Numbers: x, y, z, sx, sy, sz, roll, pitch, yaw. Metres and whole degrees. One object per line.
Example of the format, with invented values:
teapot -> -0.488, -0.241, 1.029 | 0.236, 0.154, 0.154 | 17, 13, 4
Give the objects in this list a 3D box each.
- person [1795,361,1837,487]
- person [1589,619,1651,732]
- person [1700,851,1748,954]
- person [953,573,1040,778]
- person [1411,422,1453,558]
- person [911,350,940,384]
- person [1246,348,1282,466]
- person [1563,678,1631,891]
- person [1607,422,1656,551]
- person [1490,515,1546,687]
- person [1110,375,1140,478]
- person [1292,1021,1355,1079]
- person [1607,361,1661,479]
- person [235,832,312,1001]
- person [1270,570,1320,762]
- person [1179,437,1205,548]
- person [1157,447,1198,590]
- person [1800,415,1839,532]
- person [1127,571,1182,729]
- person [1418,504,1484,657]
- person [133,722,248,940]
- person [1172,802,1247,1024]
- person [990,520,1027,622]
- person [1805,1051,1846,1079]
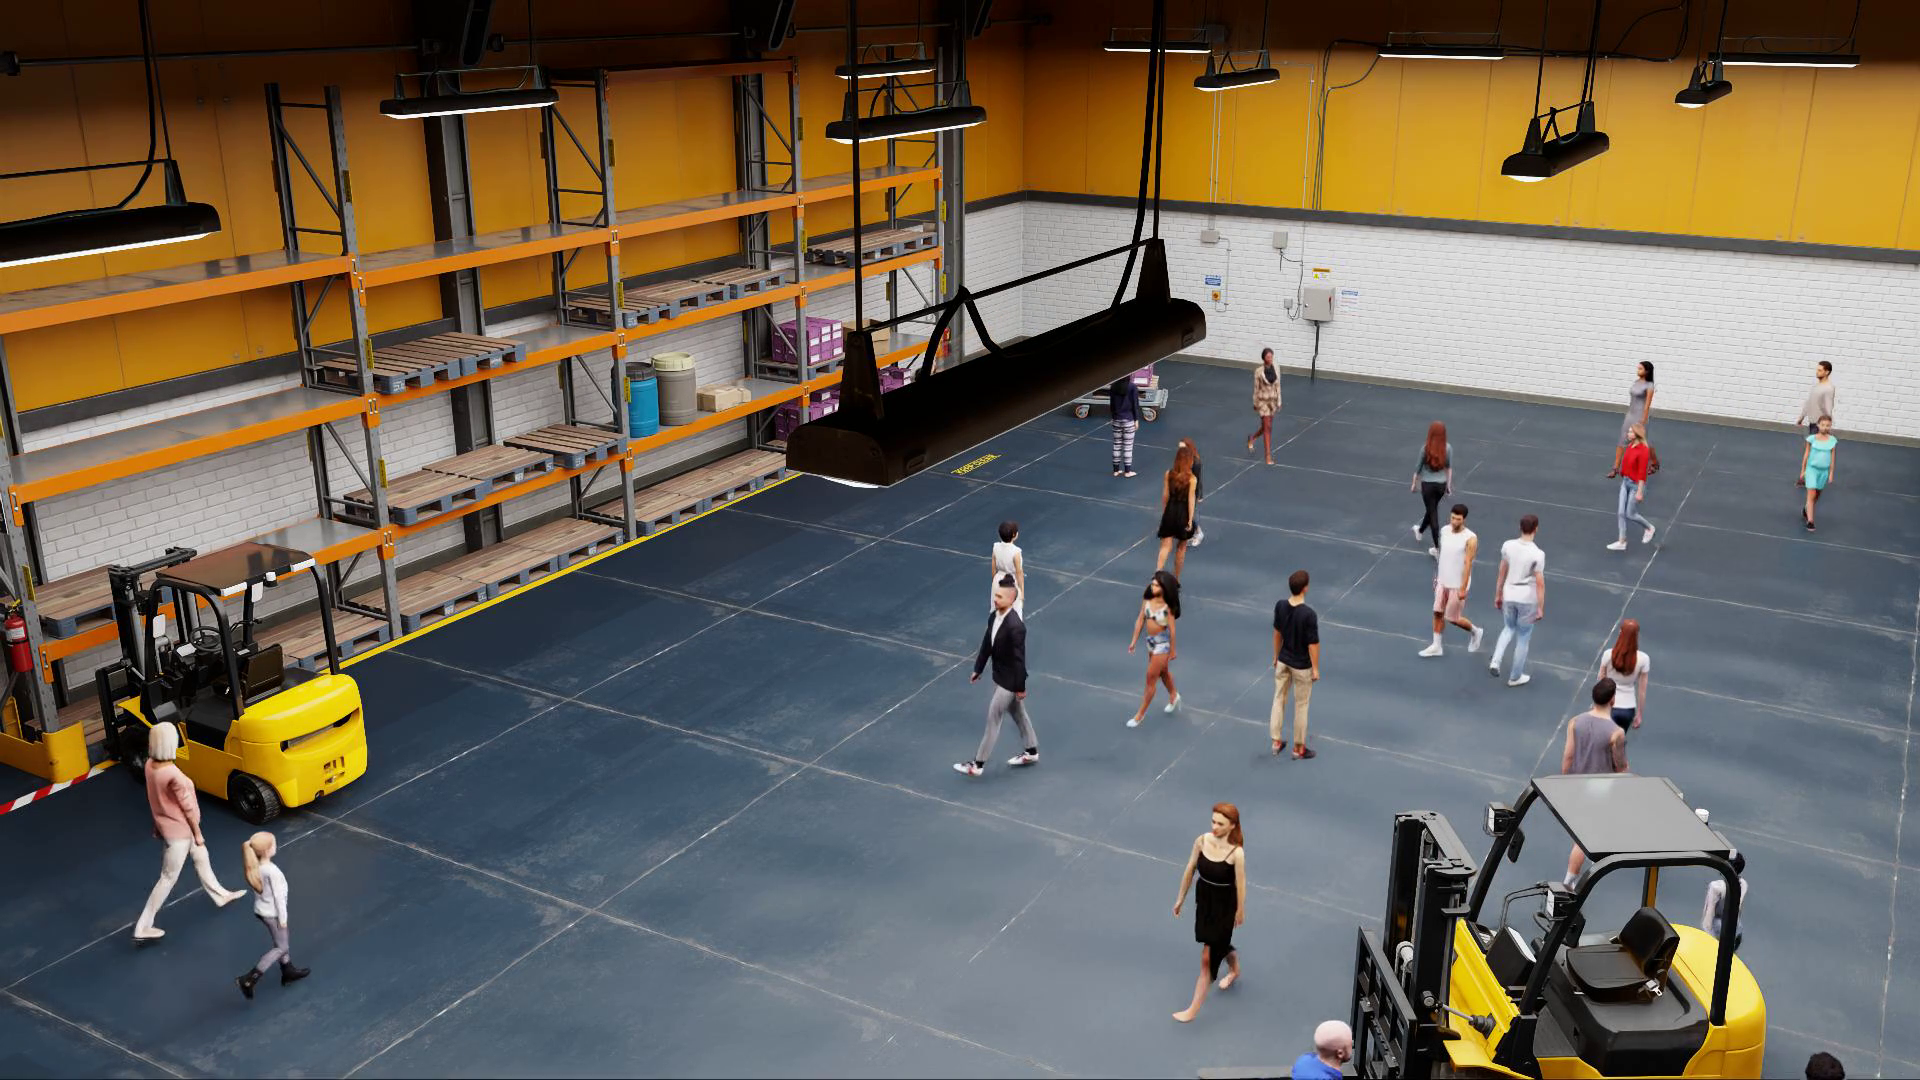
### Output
person -> 12.496, -1.680, 24.049 | 0.868, 1.851, 0.776 | 1, 19, 2
person -> 5.782, 1.560, 14.660 | 0.845, 1.702, 1.185 | 3, 19, 8
person -> 5.390, 2.787, 11.728 | 0.688, 1.247, 0.750 | -4, 19, -13
person -> 0.527, 1.233, 15.306 | 1.232, 1.909, 1.145 | -6, 19, -17
person -> 6.029, -0.604, 21.107 | 1.042, 1.689, 1.201 | -2, 19, -6
person -> -0.450, -1.968, 25.002 | 0.764, 1.787, 0.998 | 8, 20, 22
person -> 4.620, -2.043, 25.275 | 1.077, 1.756, 1.068 | -7, 20, -19
person -> 4.941, 1.986, 13.079 | 1.204, 1.806, 0.951 | -13, 22, -33
person -> 8.672, -0.662, 21.279 | 0.956, 1.688, 0.912 | -3, 19, -10
person -> 5.706, 0.653, 17.142 | 0.868, 1.837, 0.810 | -14, 23, -36
person -> 2.417, -1.788, 24.555 | 0.605, 1.732, 0.505 | 11, 22, 30
person -> 1.863, 3.419, 8.972 | 1.147, 1.809, 1.074 | -5, 19, -16
person -> 10.017, -1.729, 24.364 | 1.137, 1.742, 1.056 | -5, 19, -16
person -> -5.008, 2.704, 11.950 | 0.584, 1.263, 0.831 | 16, 24, 39
person -> 3.136, 1.164, 15.590 | 0.686, 1.859, 0.608 | 17, 25, 41
person -> 3.026, -0.623, 21.511 | 0.728, 1.466, 0.696 | -12, 22, -32
person -> 2.527, -0.181, 19.654 | 0.627, 1.814, 1.037 | 8, 20, 22
person -> 11.490, -0.926, 22.311 | 0.741, 1.530, 1.094 | 5, 19, 14
person -> 2.000, 1.054, 16.359 | 1.103, 1.576, 0.836 | -13, 23, -34
person -> 5.373, 0.448, 17.874 | 1.057, 1.759, 0.950 | -8, 20, -22
person -> -6.048, 2.242, 12.669 | 0.717, 1.680, 1.191 | 14, 23, 35
person -> 1.871, 2.584, 11.823 | 1.171, 1.572, 0.784 | -18, 25, -42
person -> 0.513, 0.533, 17.939 | 0.579, 1.554, 0.546 | 14, 23, 35
person -> 4.829, 3.535, 9.501 | 0.579, 1.251, 0.791 | 17, 25, 40
